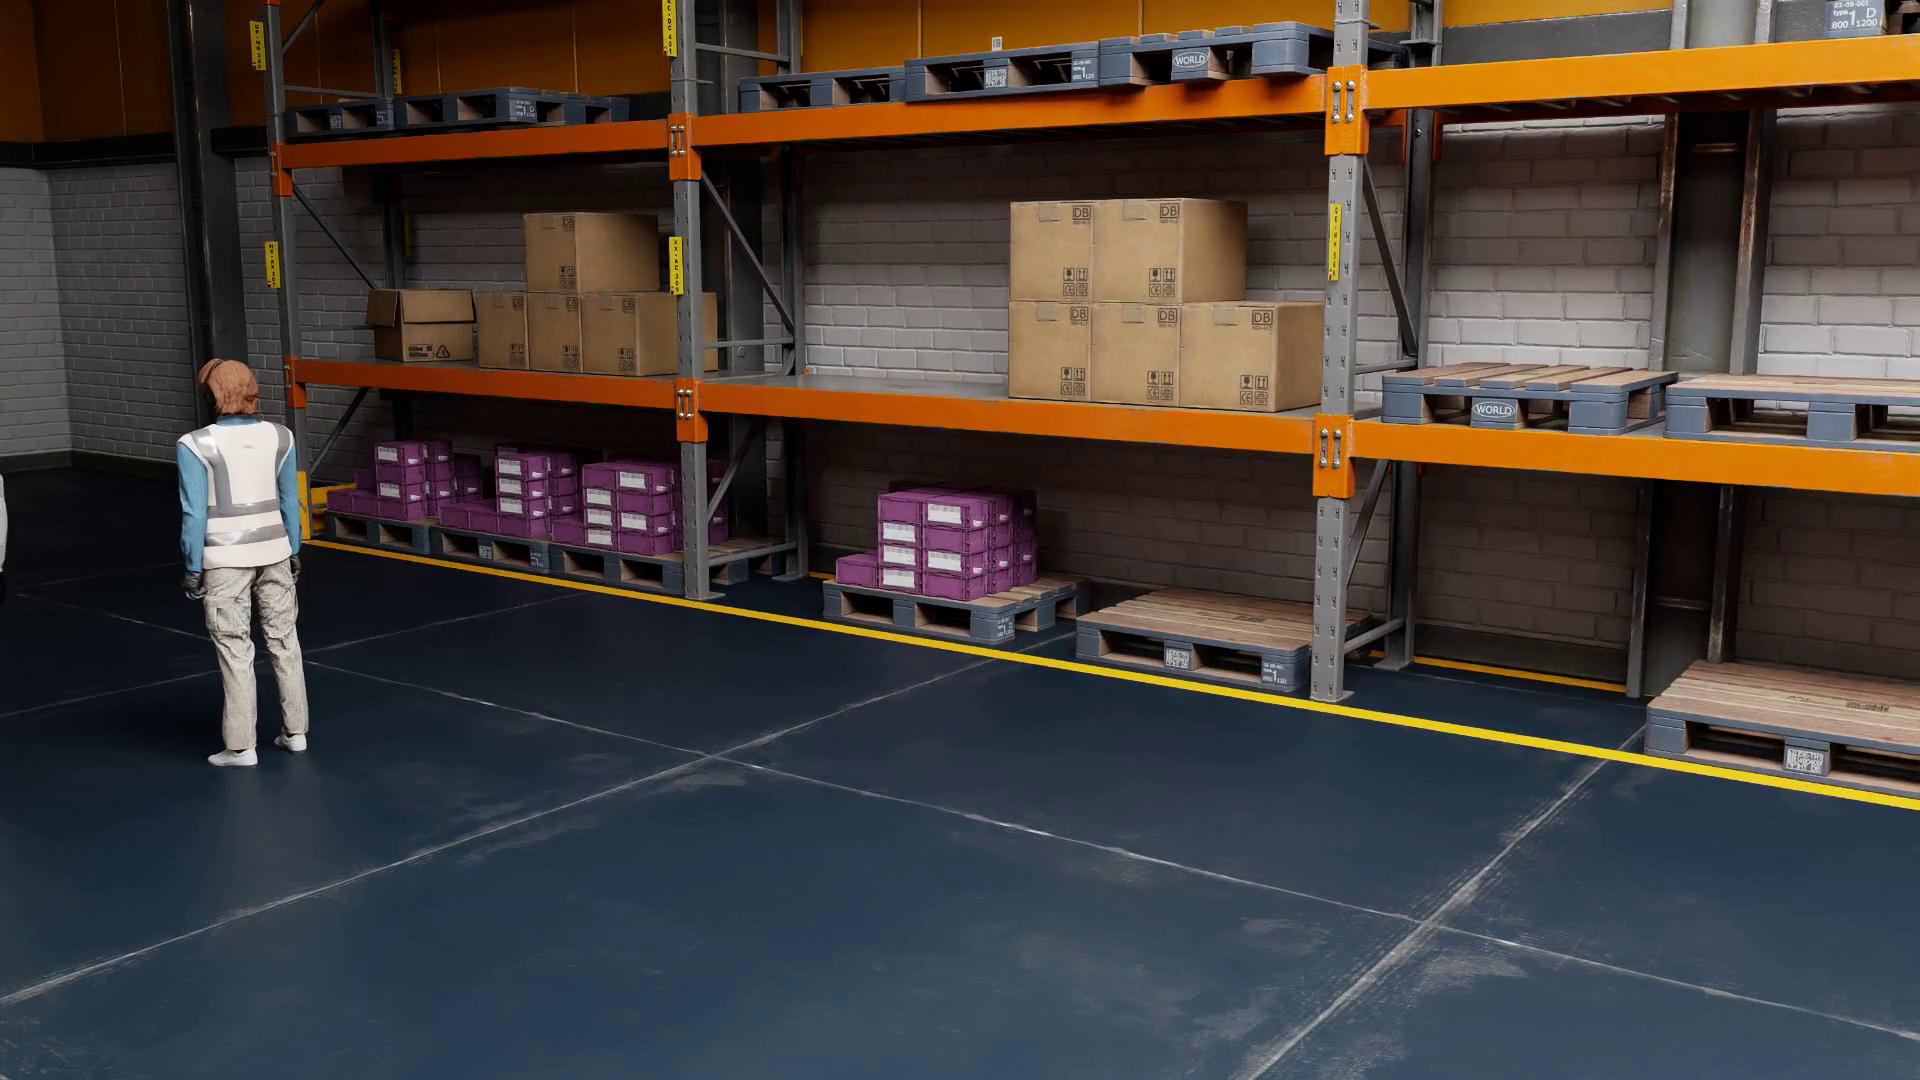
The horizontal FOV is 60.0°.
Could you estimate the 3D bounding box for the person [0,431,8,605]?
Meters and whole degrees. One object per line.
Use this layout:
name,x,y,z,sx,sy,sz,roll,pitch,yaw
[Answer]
person,-3.774,0.110,5.986,0.624,1.841,0.430,-4,10,-23

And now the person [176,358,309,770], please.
person,-2.862,0.098,6.653,0.310,1.638,0.523,6,11,33
